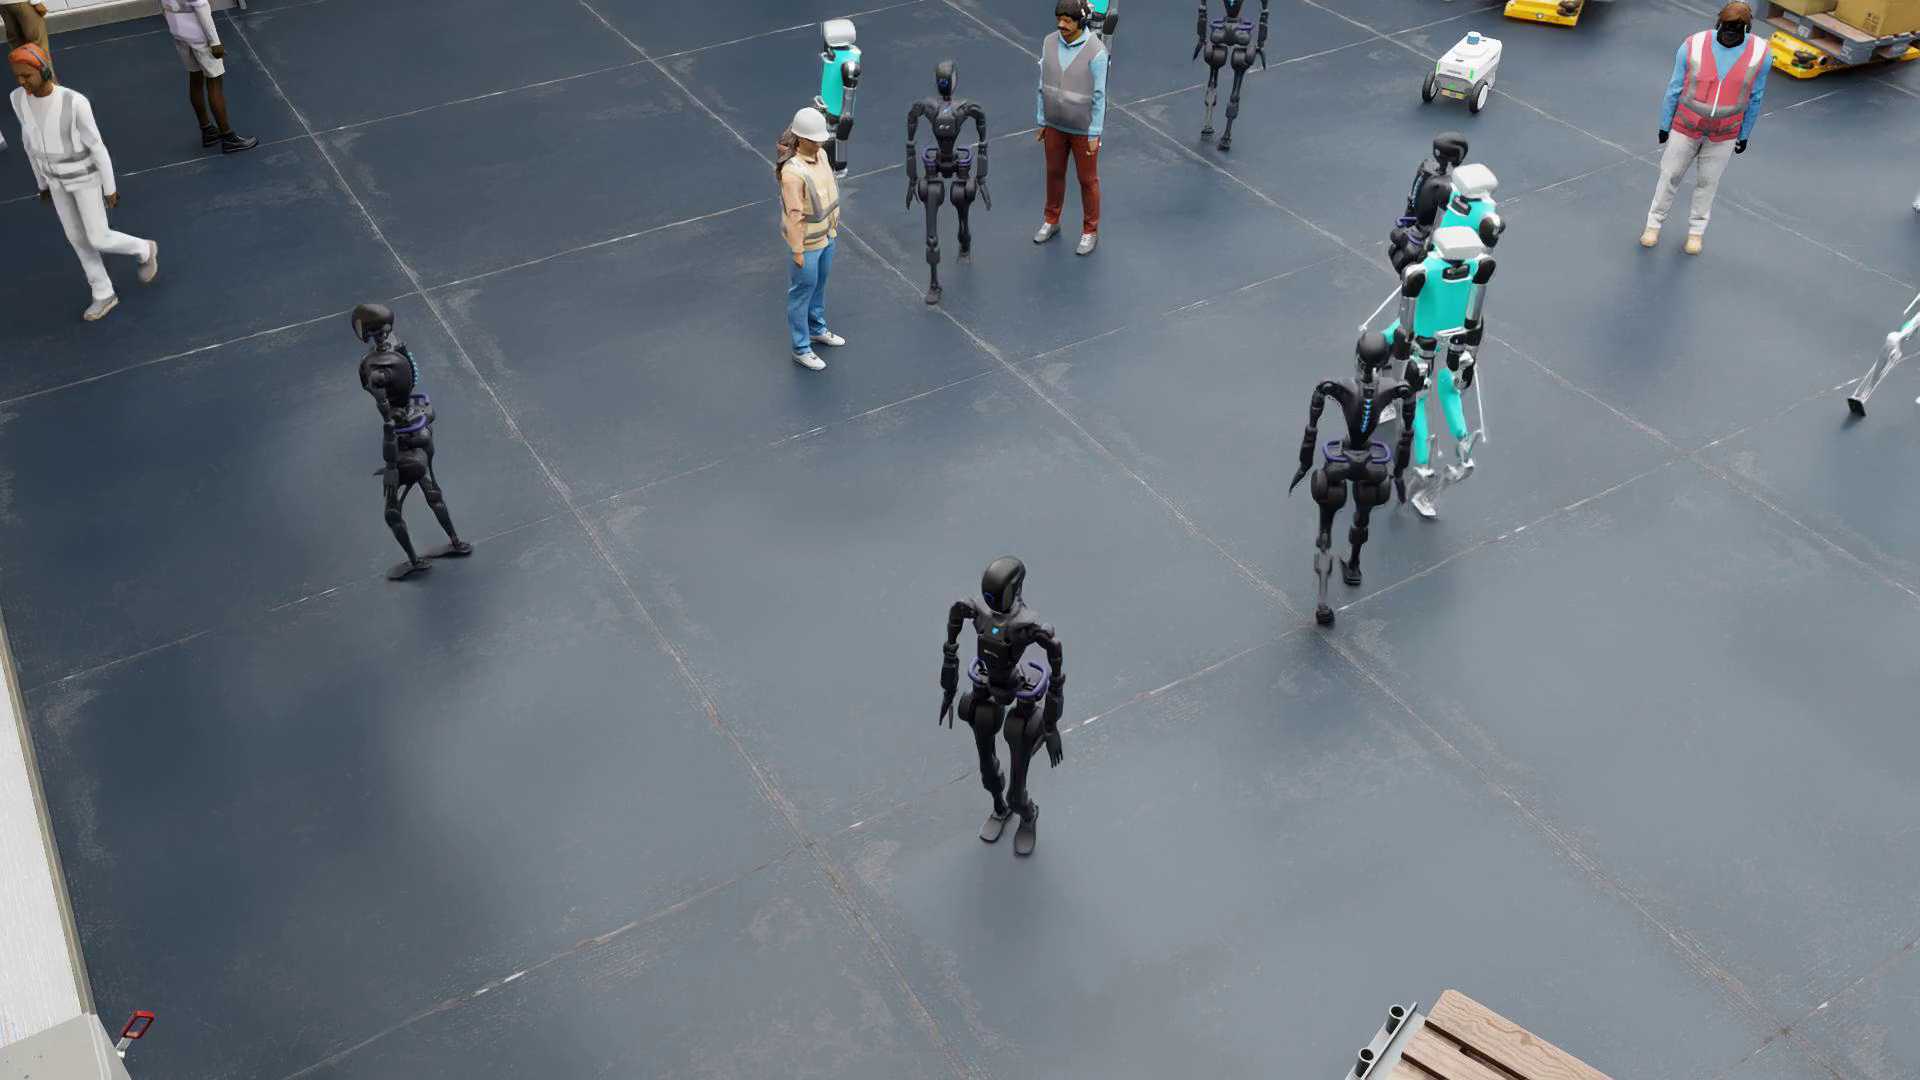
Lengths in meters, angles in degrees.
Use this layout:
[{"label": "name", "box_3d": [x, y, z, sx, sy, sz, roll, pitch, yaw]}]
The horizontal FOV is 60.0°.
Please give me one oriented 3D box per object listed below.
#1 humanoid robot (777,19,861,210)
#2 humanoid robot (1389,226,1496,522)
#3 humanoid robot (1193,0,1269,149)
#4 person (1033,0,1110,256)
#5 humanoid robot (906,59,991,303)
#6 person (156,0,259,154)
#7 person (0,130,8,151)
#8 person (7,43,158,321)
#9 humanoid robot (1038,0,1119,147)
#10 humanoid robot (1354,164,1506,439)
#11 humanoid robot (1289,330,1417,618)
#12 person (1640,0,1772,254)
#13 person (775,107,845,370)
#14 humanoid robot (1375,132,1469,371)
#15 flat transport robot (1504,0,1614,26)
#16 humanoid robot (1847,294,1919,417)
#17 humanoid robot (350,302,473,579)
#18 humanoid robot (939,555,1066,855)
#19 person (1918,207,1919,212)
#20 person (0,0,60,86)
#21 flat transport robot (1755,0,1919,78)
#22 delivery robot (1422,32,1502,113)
[{"label": "humanoid robot", "box_3d": [-1.025, -2.662, 11.530, 0.724, 1.836, 0.541, -13, 40, -15]}, {"label": "humanoid robot", "box_3d": [2.673, -0.797, 9.132, 0.530, 1.812, 0.655, -12, 40, -14]}, {"label": "humanoid robot", "box_3d": [2.132, -3.916, 13.095, 0.589, 1.645, 0.375, 9, 39, 11]}, {"label": "person", "box_3d": [0.790, -2.933, 11.710, 0.525, 1.870, 0.416, 22, 43, 25]}, {"label": "humanoid robot", "box_3d": [-0.076, -2.482, 11.336, 0.591, 1.651, 0.746, 2, 38, 2]}, {"label": "person", "box_3d": [-5.953, -3.983, 12.978, 0.550, 1.932, 0.375, 24, 44, 27]}, {"label": "person", "box_3d": [-7.886, -3.913, 12.962, 0.386, 1.841, 0.567, -23, 44, -27]}, {"label": "person", "box_3d": [-5.843, -2.396, 11.028, 0.581, 1.866, 0.589, 11, 40, 13]}, {"label": "humanoid robot", "box_3d": [0.876, -3.856, 12.868, 0.735, 1.677, 0.533, -12, 40, -15]}, {"label": "humanoid robot", "box_3d": [2.655, -1.279, 9.810, 0.764, 1.893, 0.554, -13, 40, -16]}, {"label": "humanoid robot", "box_3d": [2.038, -0.329, 8.615, 0.608, 1.647, 0.675, 2, 38, 3]}, {"label": "person", "box_3d": [5.233, -2.892, 11.689, 0.628, 1.835, 0.431, 13, 40, 16]}, {"label": "person", "box_3d": [-0.953, -1.927, 10.549, 0.367, 1.727, 0.493, 14, 41, 17]}, {"label": "humanoid robot", "box_3d": [2.875, -1.806, 10.444, 0.402, 1.644, 0.598, -8, 39, -10]}, {"label": "flat transport robot", "box_3d": [5.698, -5.311, 15.994, 0.659, 0.231, 1.431, 16, 41, 19]}, {"label": "humanoid robot", "box_3d": [5.918, -1.485, 10.015, 0.967, 1.775, 0.550, -16, 41, -20]}, {"label": "humanoid robot", "box_3d": [-2.973, -0.540, 8.841, 0.460, 1.645, 0.589, -5, 39, -6]}, {"label": "humanoid robot", "box_3d": [0.185, 0.721, 7.249, 0.611, 1.643, 0.344, 17, 41, 20]}, {"label": "person", "box_3d": [7.540, -2.910, 11.896, 0.892, 1.587, 0.533, 29, 47, 32]}, {"label": "person", "box_3d": [-7.747, -4.403, 13.640, 0.527, 1.767, 0.366, 18, 42, 21]}, {"label": "flat transport robot", "box_3d": [7.863, -4.425, 14.876, 1.431, 0.231, 0.659, -13, 40, -16]}, {"label": "delivery robot", "box_3d": [4.295, -3.989, 14.104, 0.499, 0.606, 0.794, 23, 44, 26]}]
